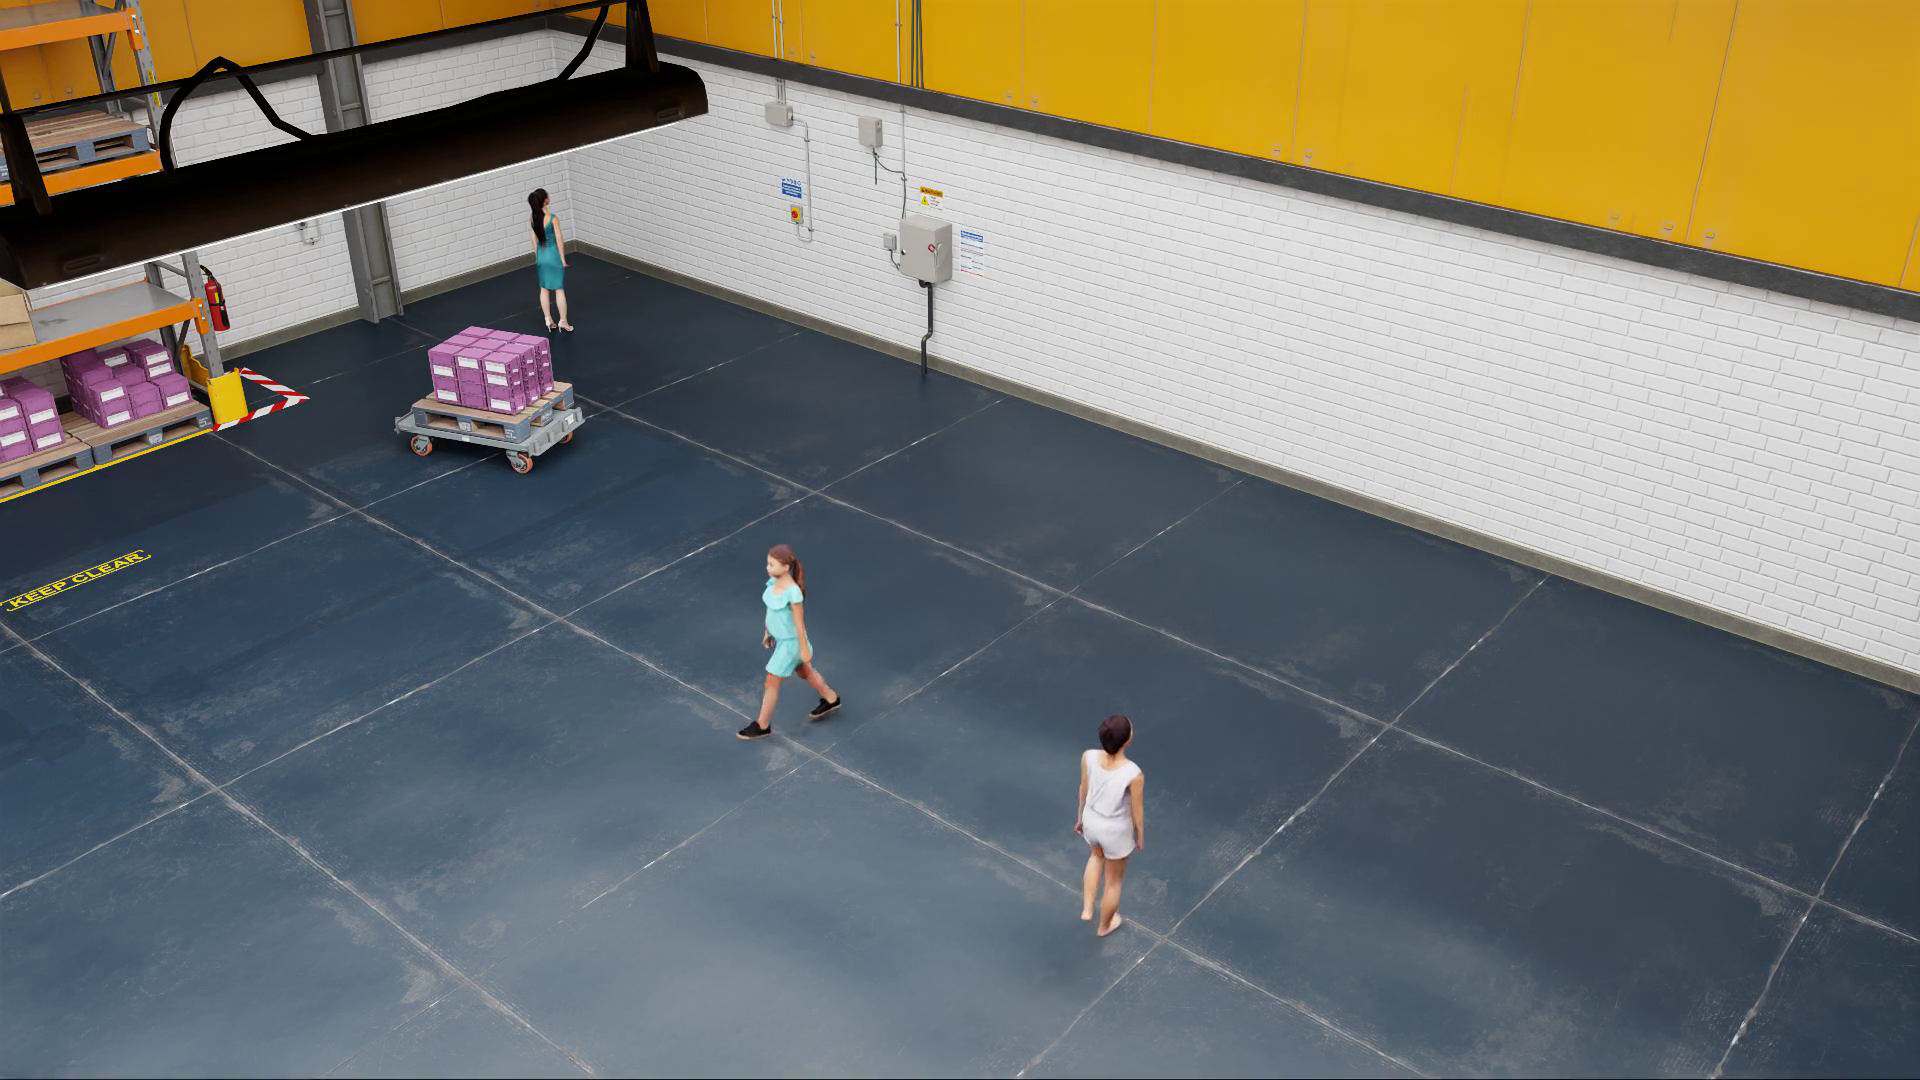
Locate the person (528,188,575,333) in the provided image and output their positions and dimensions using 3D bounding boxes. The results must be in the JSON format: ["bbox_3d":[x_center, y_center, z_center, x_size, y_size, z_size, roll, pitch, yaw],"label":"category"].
[{"bbox_3d":[-4.683,-3.186,18.960,0.598,1.685,0.578,10,30,18],"label":"person"}]

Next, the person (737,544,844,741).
[{"bbox_3d":[-1.163,0.713,11.986,1.137,1.519,0.853,-13,31,-22],"label":"person"}]

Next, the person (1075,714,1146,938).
[{"bbox_3d":[0.848,1.759,9.983,0.593,1.601,0.576,19,34,30],"label":"person"}]
